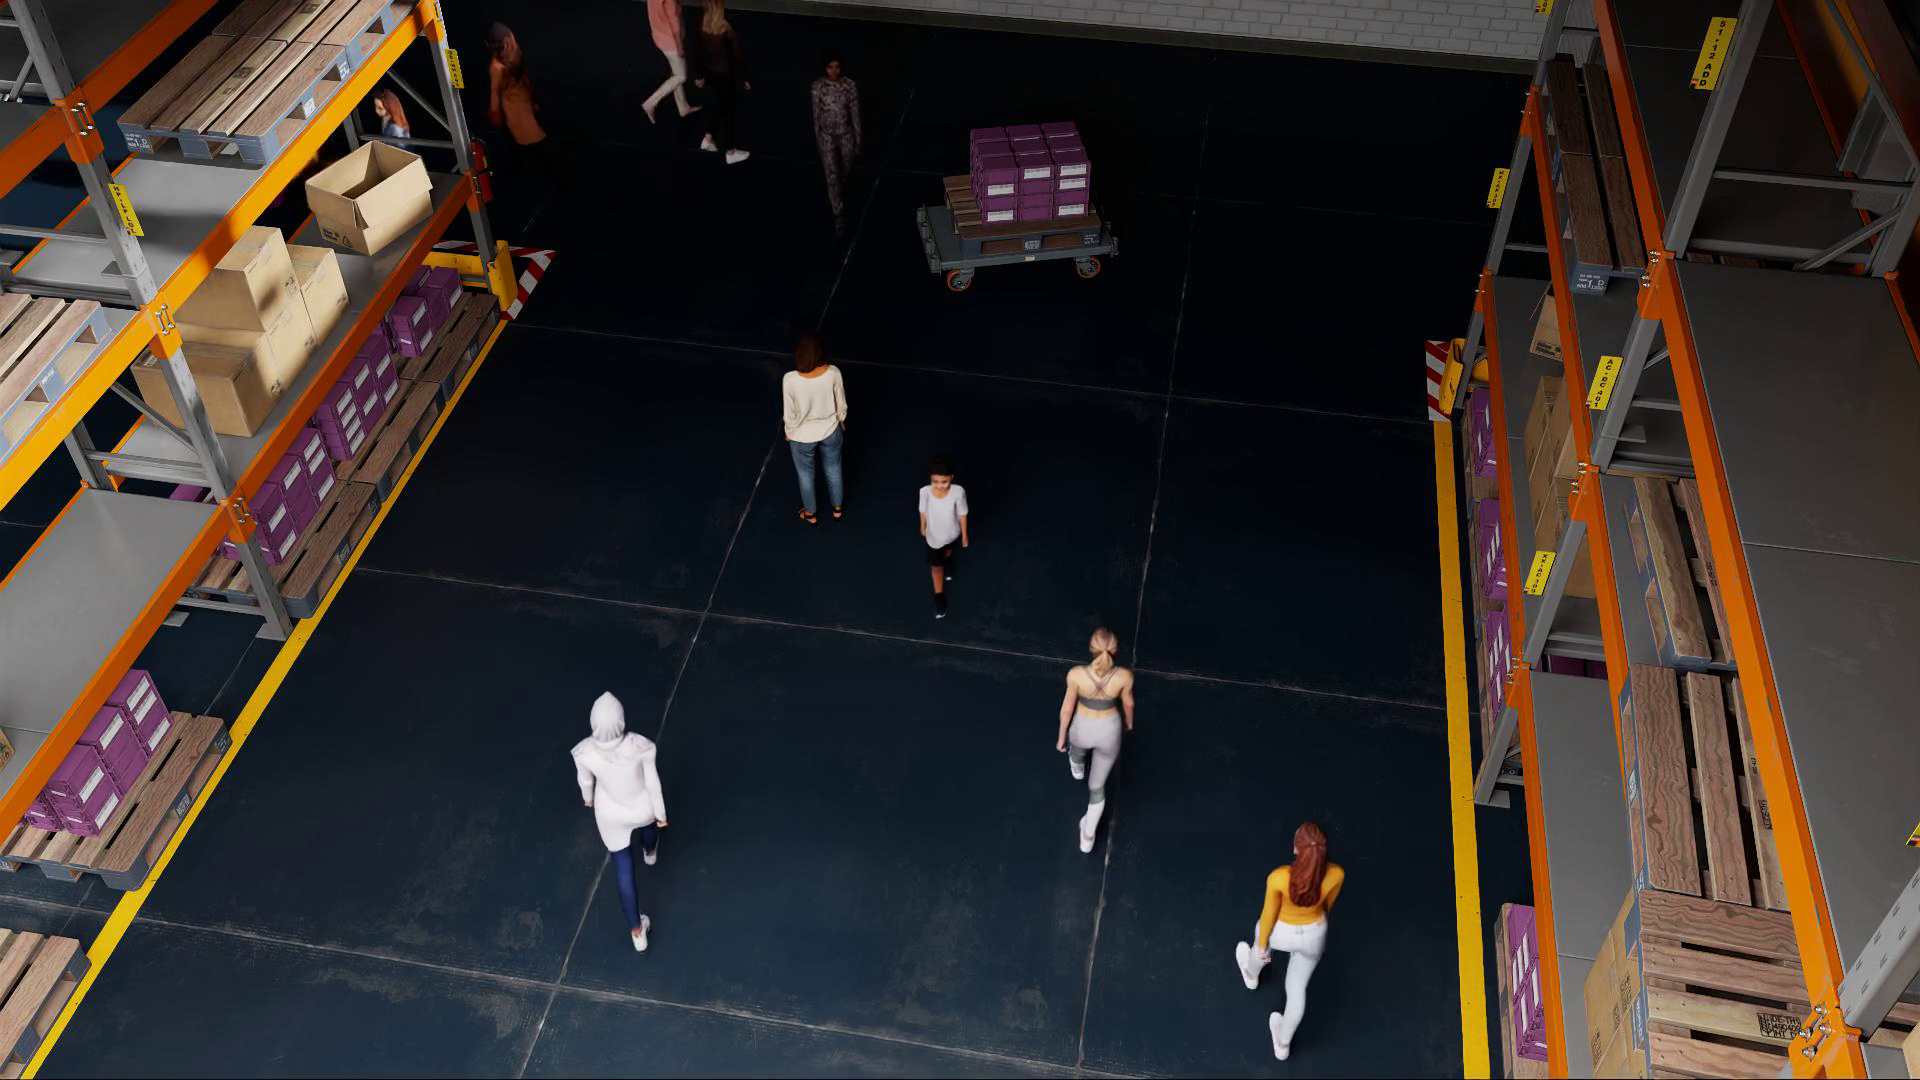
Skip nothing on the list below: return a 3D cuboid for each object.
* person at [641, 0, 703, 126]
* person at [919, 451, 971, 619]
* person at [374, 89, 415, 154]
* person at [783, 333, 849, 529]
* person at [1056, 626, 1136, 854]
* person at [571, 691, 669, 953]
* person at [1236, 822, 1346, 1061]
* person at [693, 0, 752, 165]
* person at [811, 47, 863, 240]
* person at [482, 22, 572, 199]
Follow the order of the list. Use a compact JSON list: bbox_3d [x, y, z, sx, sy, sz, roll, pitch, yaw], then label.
[{"bbox_3d":[-2.870,-4.774,15.964,1.007,1.706,0.932,-29,51,-27],"label":"person"},{"bbox_3d":[-0.108,-0.139,11.447,0.607,1.225,0.911,-1,44,-1],"label":"person"},{"bbox_3d":[-4.818,-3.324,14.615,0.747,1.466,0.678,-21,47,-21],"label":"person"},{"bbox_3d":[-1.023,-0.774,11.783,0.698,1.682,0.683,-11,45,-11],"label":"person"},{"bbox_3d":[0.786,1.202,9.714,0.657,1.674,1.025,3,44,3],"label":"person"},{"bbox_3d":[-1.870,1.580,9.274,0.865,1.734,1.206,-4,44,-5],"label":"person"},{"bbox_3d":[1.767,2.147,8.688,0.708,1.721,0.985,0,44,0],"label":"person"},{"bbox_3d":[-2.288,-4.258,15.429,0.762,1.696,0.830,31,52,29],"label":"person"},{"bbox_3d":[-1.086,-3.585,14.729,0.737,1.688,1.138,-2,44,-2],"label":"person"},{"bbox_3d":[-3.916,-3.817,14.975,0.833,1.685,1.040,14,45,14],"label":"person"}]
